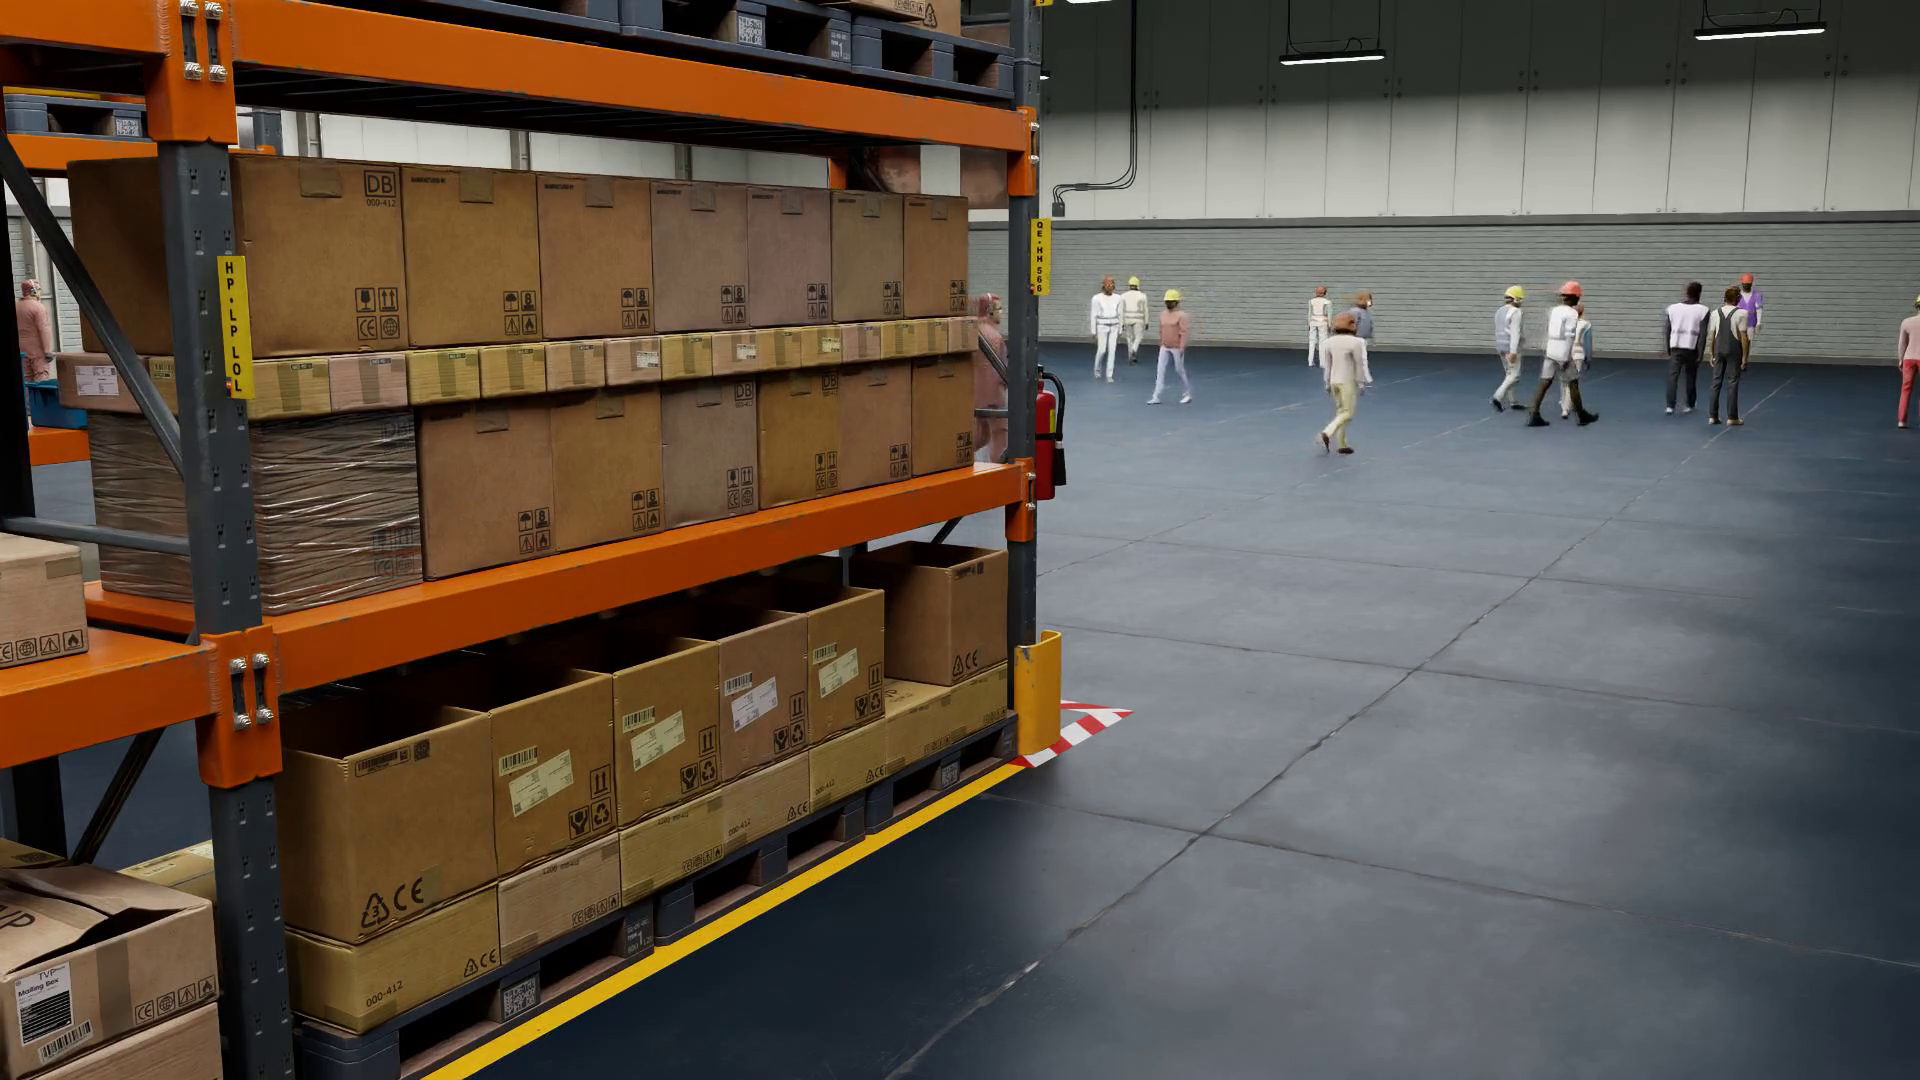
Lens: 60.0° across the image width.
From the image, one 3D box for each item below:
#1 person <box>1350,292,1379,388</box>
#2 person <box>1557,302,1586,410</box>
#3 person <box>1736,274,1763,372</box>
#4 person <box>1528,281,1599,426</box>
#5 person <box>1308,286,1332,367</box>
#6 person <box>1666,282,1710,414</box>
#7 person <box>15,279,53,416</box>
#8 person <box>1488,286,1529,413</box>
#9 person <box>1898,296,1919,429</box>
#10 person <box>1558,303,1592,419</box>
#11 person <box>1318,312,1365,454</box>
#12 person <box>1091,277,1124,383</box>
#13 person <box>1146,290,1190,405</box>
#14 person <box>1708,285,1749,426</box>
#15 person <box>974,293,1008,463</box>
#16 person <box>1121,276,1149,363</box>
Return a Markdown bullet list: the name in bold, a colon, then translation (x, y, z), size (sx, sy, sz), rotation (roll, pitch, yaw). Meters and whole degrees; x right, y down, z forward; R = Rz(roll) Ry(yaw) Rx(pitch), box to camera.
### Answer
- **person**: translation (6.902, -3.374, 28.135), size (0.523, 1.600, 0.752), rotation (-9, 13, -43)
- **person**: translation (8.853, -2.691, 24.239), size (0.498, 1.587, 0.859), rotation (0, 10, -3)
- **person**: translation (15.020, -4.136, 31.796), size (0.555, 1.877, 1.024), rotation (4, 10, 20)
- **person**: translation (7.915, -2.421, 21.739), size (0.992, 1.882, 0.554), rotation (-3, 10, -17)
- **person**: translation (7.260, -4.311, 33.584), size (0.509, 1.629, 0.316), rotation (6, 12, 33)
- **person**: translation (10.287, -2.712, 23.577), size (0.602, 1.861, 1.040), rotation (7, 12, 35)
- **person**: translation (-12.695, -2.619, 22.861), size (0.637, 1.911, 0.403), rotation (5, 11, 26)
- **person**: translation (7.855, -2.701, 23.683), size (0.789, 1.797, 0.637), rotation (-2, 10, -13)
- **person**: translation (12.391, -2.308, 21.456), size (0.322, 1.767, 0.532), rotation (-8, 12, -38)
- **person**: translation (8.432, -2.474, 22.955), size (0.526, 1.583, 0.908), rotation (5, 11, 29)
- **person**: translation (4.229, -1.733, 18.528), size (0.627, 1.611, 0.509), rotation (-6, 11, -32)
- **person**: translation (2.604, -3.718, 29.423), size (0.577, 1.871, 0.461), rotation (-2, 10, -14)
- **person**: translation (3.193, -2.909, 25.101), size (0.541, 1.726, 0.825), rotation (9, 13, 42)
- **person**: translation (10.140, -2.431, 21.945), size (0.346, 1.846, 0.507), rotation (-8, 13, -40)
- **person**: translation (0.196, -1.358, 15.553), size (0.749, 1.886, 0.650), rotation (-3, 10, -16)
- **person**: translation (3.578, -4.531, 34.324), size (0.603, 1.817, 0.677), rotation (4, 10, 22)
